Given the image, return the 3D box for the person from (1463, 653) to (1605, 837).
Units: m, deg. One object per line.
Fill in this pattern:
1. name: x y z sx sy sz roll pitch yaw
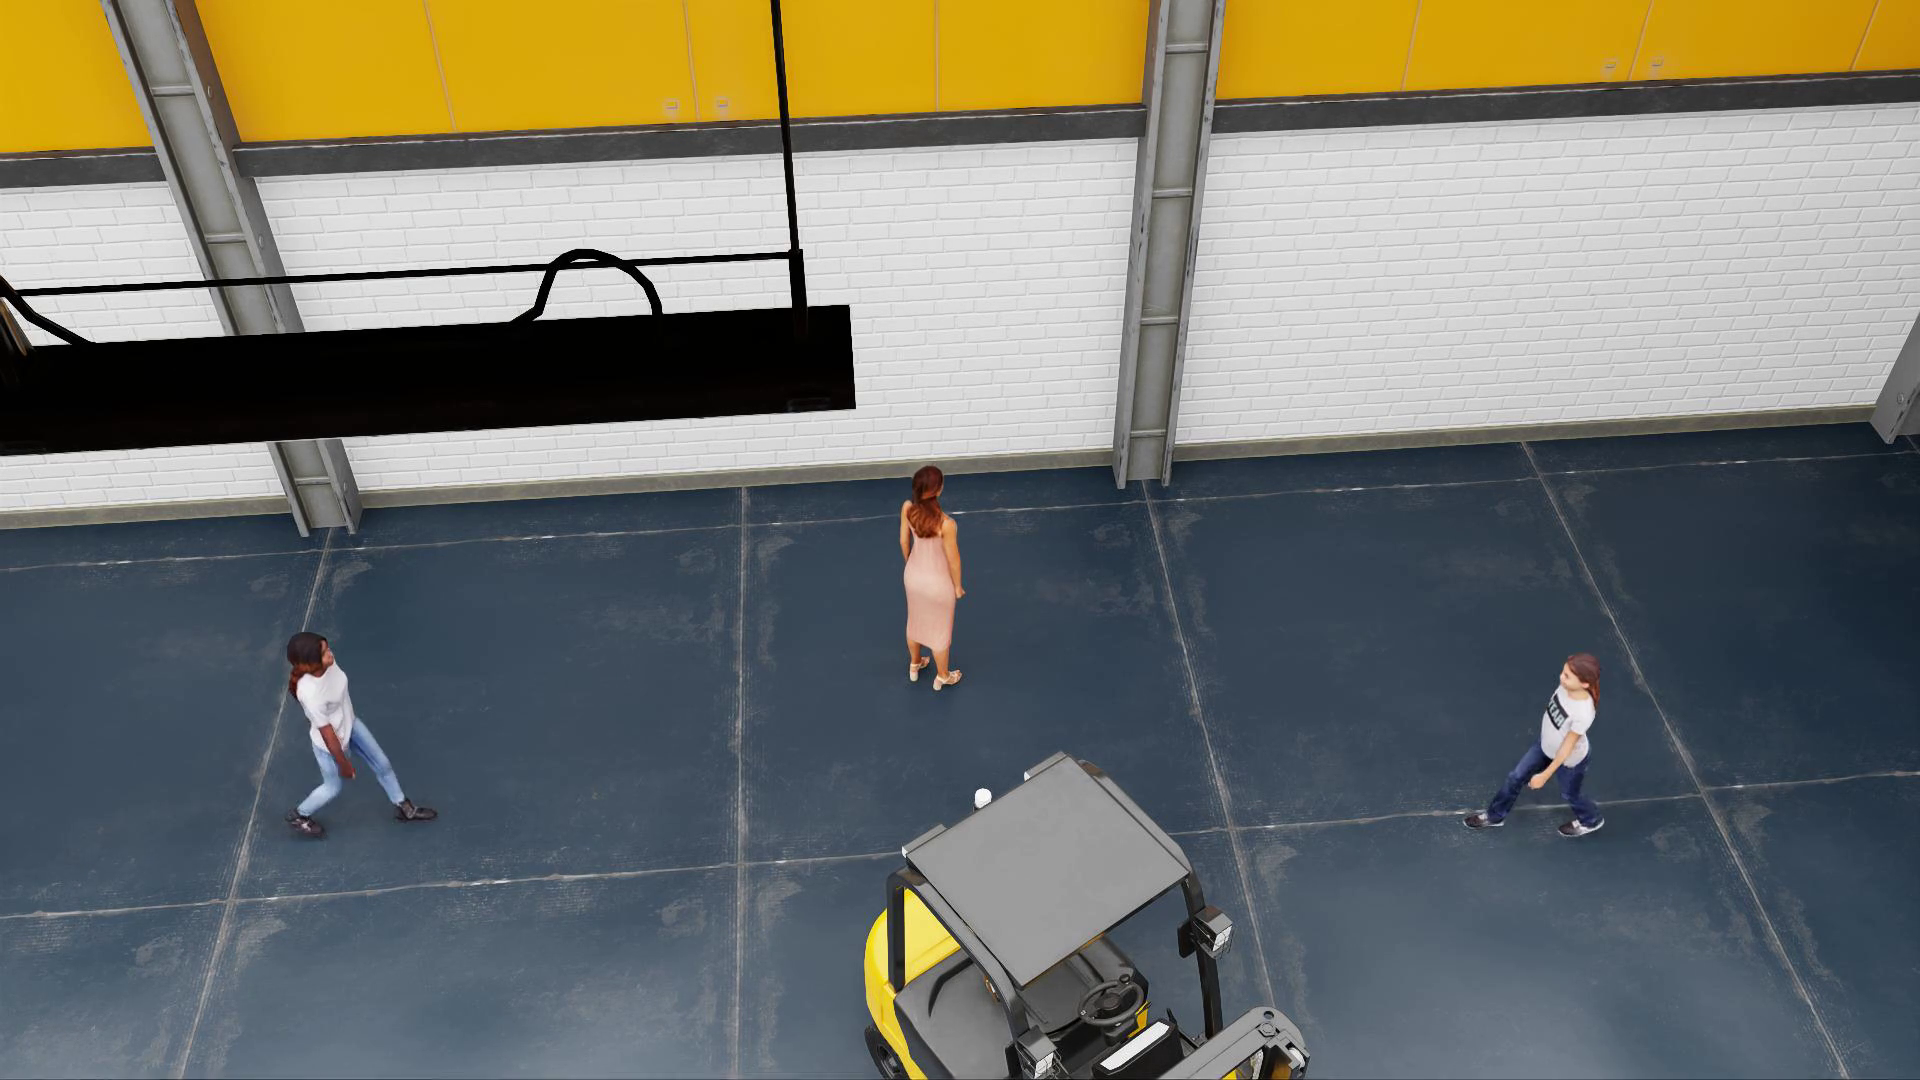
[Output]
1. person: 3.571 1.235 9.662 1.047 1.525 0.558 -5 44 -5

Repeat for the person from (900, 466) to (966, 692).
1. person: -0.194 0.253 10.469 0.636 1.834 0.713 26 49 24

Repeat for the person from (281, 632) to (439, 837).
1. person: -3.685 1.162 9.624 1.102 1.683 0.605 -1 44 -1
